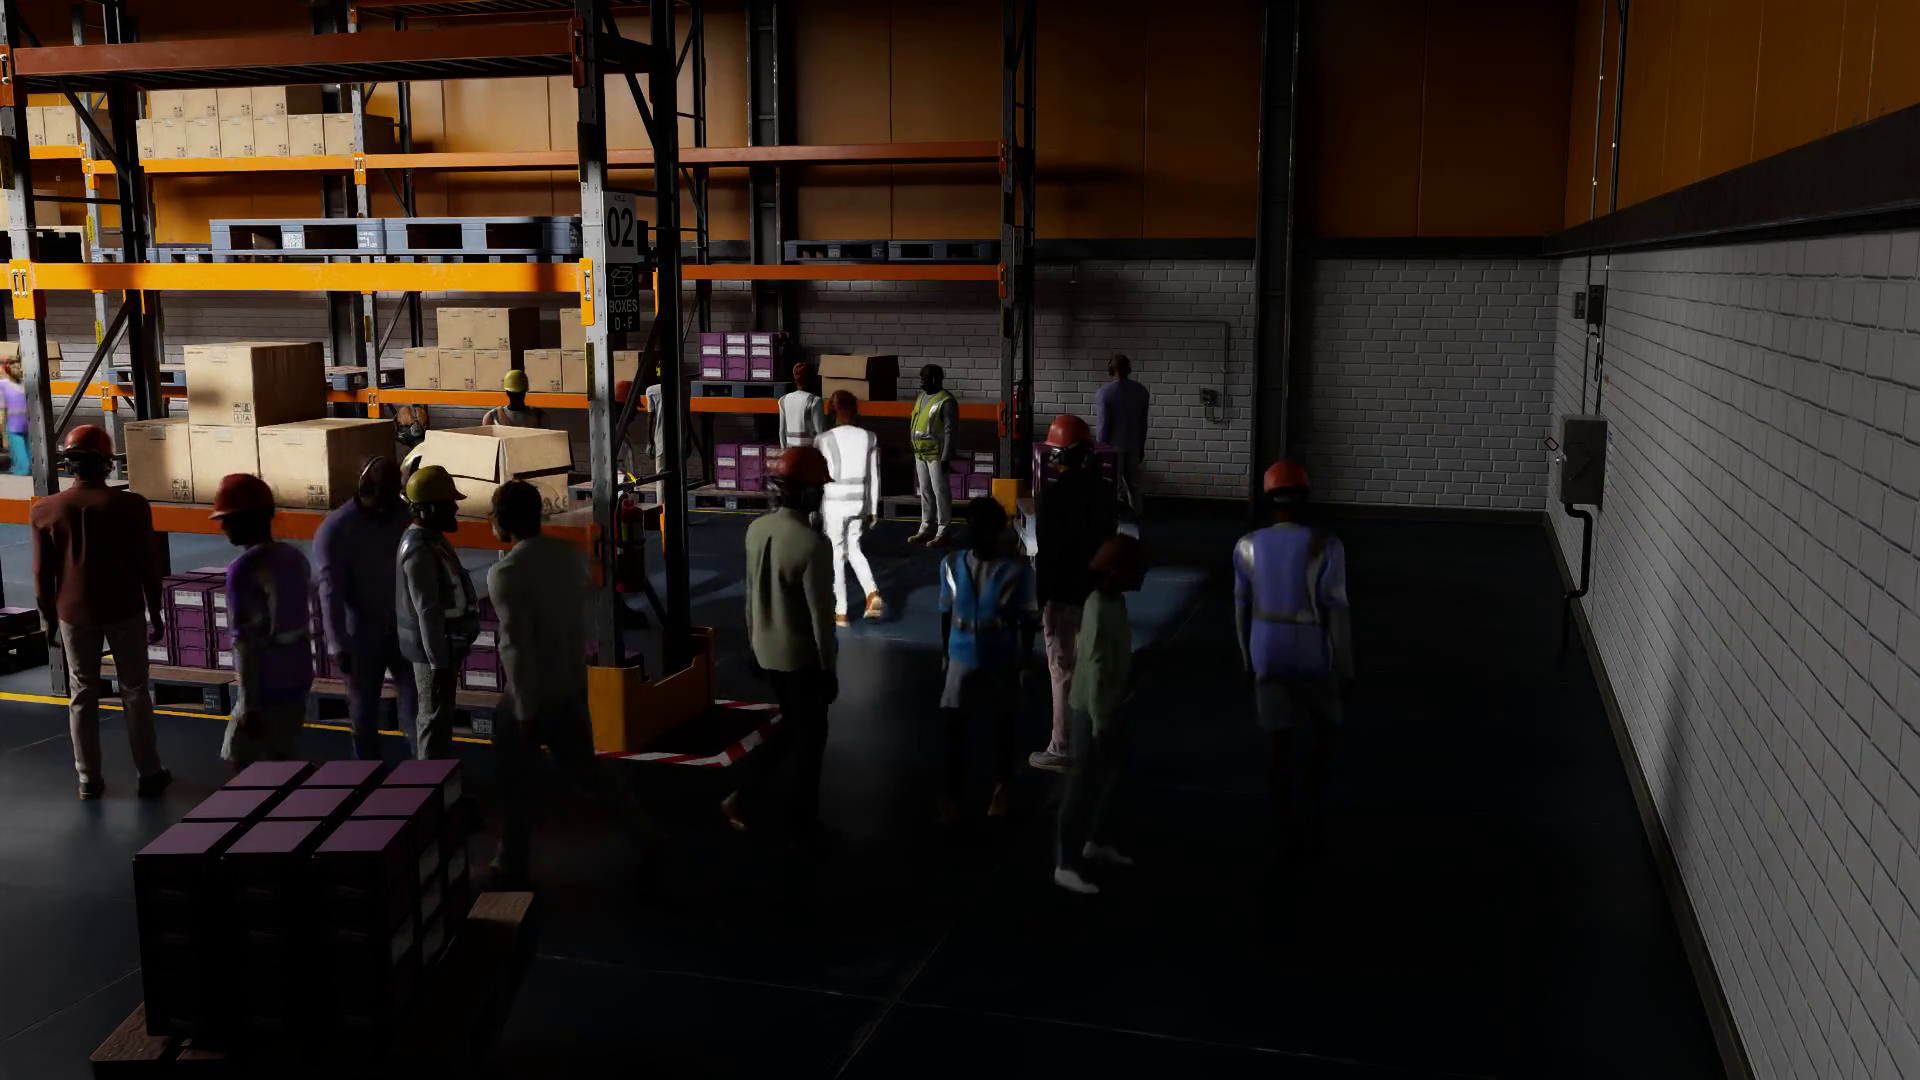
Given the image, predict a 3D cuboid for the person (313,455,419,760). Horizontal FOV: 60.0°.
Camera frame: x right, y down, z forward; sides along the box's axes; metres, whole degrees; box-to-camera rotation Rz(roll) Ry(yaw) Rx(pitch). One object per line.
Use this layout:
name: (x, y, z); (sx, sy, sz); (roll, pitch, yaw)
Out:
person: (-2.972, 0.476, 8.660); (0.683, 1.852, 0.959); (-7, 12, -36)

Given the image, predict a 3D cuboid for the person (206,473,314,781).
person: (-3.067, 0.647, 7.452); (0.539, 1.902, 0.552); (2, 10, 12)

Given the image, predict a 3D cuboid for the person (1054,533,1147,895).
person: (0.616, 0.782, 7.501); (0.414, 1.620, 0.653); (3, 10, 19)

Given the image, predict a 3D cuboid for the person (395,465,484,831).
person: (-2.606, 0.537, 8.334); (0.404, 1.833, 0.590); (-3, 10, -18)

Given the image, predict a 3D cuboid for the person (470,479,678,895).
person: (-1.760, 0.669, 7.370); (0.963, 1.899, 0.642); (3, 10, 20)

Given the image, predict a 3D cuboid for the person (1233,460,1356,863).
person: (1.598, 0.577, 7.897); (0.635, 1.891, 0.487); (5, 11, 30)

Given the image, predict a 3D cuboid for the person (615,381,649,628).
person: (-2.628, -0.278, 13.017); (0.374, 1.928, 0.542); (-2, 9, -11)

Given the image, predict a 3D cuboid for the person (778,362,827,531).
person: (-1.513, -0.797, 16.321); (0.576, 1.882, 0.355); (6, 11, 34)

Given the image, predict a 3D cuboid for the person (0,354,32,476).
person: (-10.782, -1.209, 19.002); (0.627, 1.828, 0.565); (2, 10, 12)

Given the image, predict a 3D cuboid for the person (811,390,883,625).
person: (-0.878, -0.234, 12.941); (0.577, 1.870, 0.521); (-7, 12, -36)

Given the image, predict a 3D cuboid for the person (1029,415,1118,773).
person: (0.619, 0.299, 9.289); (0.609, 1.996, 0.379); (-8, 12, -41)

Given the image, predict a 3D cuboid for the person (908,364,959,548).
person: (-0.283, -0.850, 16.764); (0.429, 1.845, 0.621); (-6, 11, -33)

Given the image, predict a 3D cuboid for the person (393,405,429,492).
person: (-3.845, -0.045, 11.894); (0.429, 1.836, 0.625); (-3, 10, -17)

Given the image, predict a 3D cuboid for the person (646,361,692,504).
person: (-3.150, -1.061, 18.014); (0.499, 1.861, 0.327); (-4, 10, -24)

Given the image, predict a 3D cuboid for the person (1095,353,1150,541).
person: (1.637, -0.931, 16.979); (0.629, 1.934, 0.376); (-5, 11, -29)

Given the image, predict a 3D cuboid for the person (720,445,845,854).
person: (-0.811, 0.536, 7.893); (0.524, 1.975, 0.639); (-8, 12, -40)

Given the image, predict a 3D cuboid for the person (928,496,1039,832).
person: (0.096, 0.629, 8.222); (0.548, 1.671, 0.696); (3, 10, 19)

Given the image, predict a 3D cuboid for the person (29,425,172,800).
person: (-4.537, 0.383, 8.812); (0.608, 1.985, 0.395); (-2, 10, -15)

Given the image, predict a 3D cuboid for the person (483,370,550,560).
person: (-3.881, -0.543, 14.668); (0.588, 1.918, 0.406); (-4, 10, -25)
